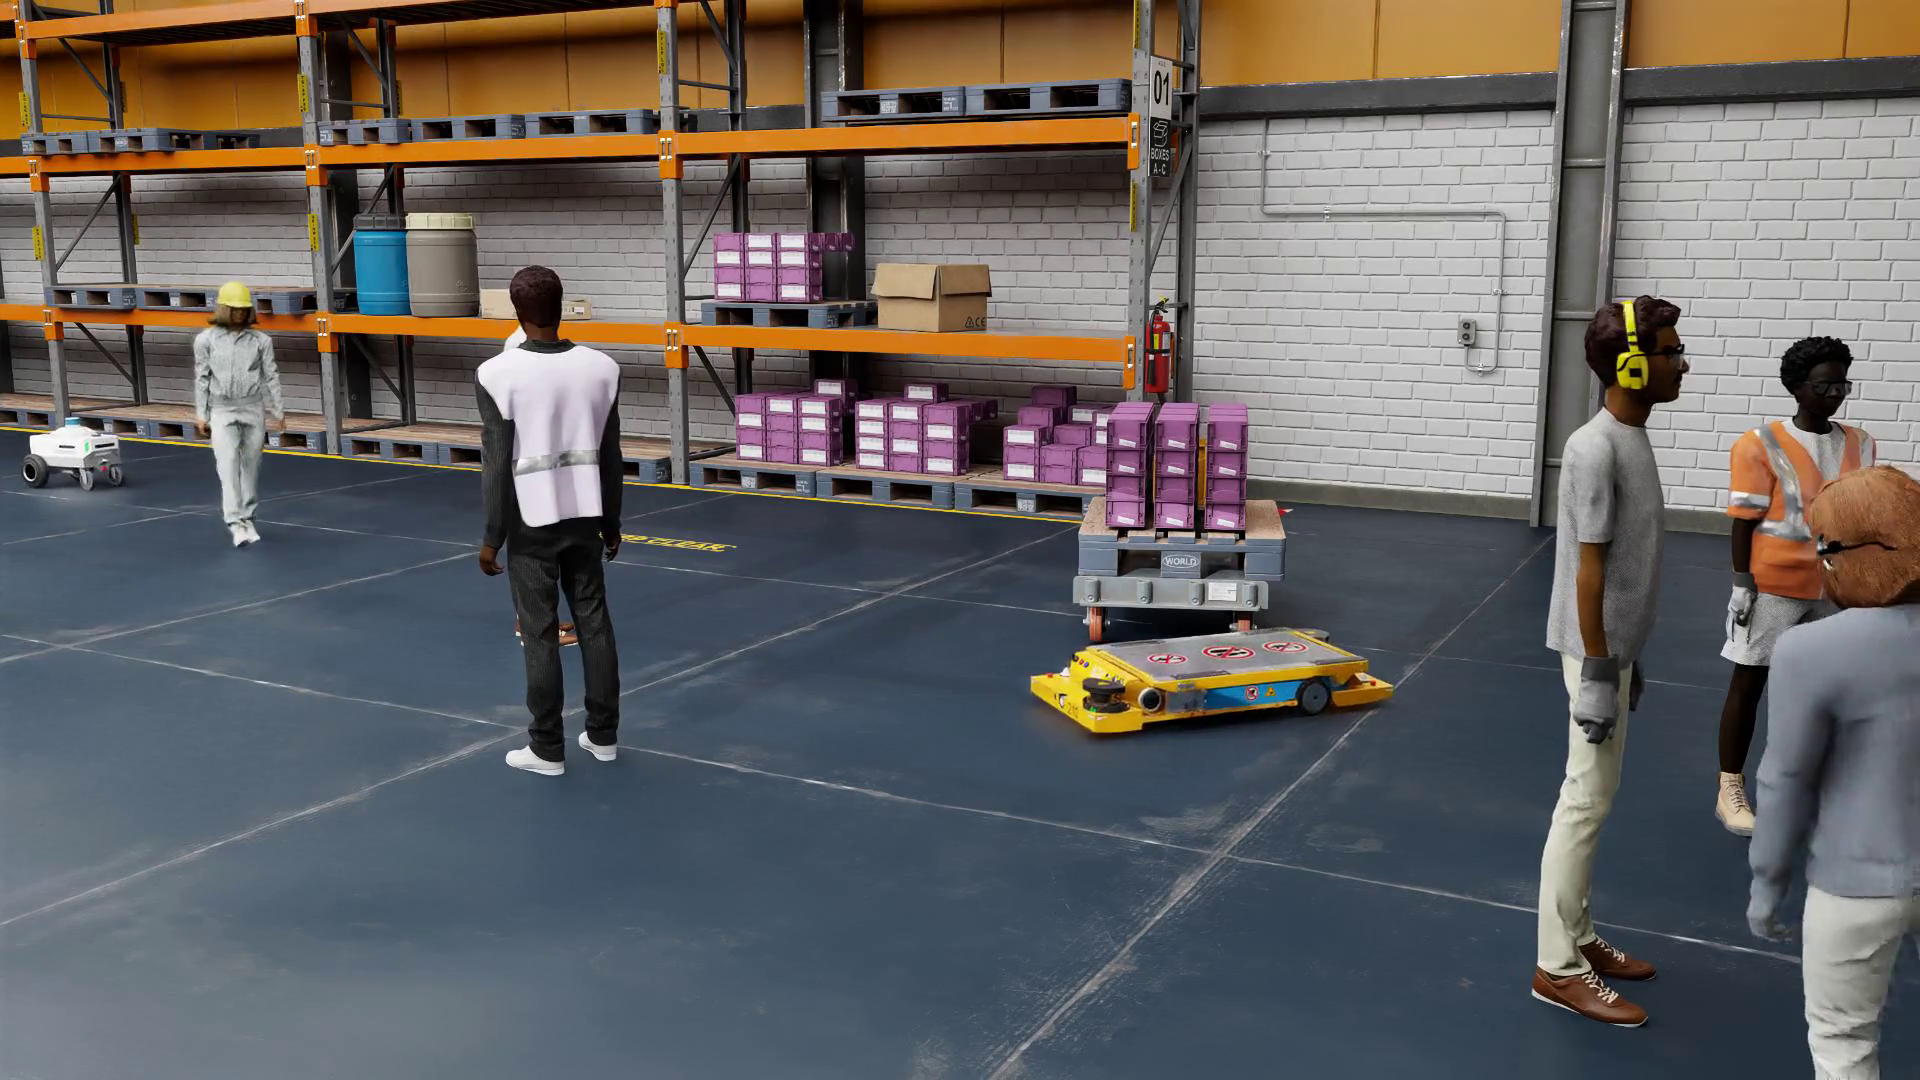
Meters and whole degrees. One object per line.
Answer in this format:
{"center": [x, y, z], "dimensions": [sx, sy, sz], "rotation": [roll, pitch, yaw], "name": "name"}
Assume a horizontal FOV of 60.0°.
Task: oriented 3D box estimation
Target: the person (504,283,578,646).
{"center": [-2.095, -0.408, 8.282], "dimensions": [0.313, 1.869, 0.538], "rotation": [-3, 11, -18], "name": "person"}

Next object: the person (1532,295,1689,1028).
{"center": [1.710, 0.306, 4.349], "dimensions": [0.324, 1.876, 0.526], "rotation": [5, 12, 27], "name": "person"}

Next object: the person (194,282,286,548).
{"center": [-4.663, -0.808, 10.856], "dimensions": [0.510, 1.714, 0.711], "rotation": [-8, 13, -38], "name": "person"}

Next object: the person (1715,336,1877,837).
{"center": [2.835, 0.160, 5.641], "dimensions": [0.532, 1.697, 0.319], "rotation": [-2, 11, -11], "name": "person"}

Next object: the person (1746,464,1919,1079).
{"center": [1.815, 0.664, 3.117], "dimensions": [0.632, 1.604, 0.402], "rotation": [1, 10, 7], "name": "person"}

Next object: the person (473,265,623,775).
{"center": [-1.528, -0.067, 6.283], "dimensions": [0.597, 1.914, 0.371], "rotation": [-10, 14, -43], "name": "person"}

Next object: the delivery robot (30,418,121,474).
{"center": [-7.167, -0.748, 13.469], "dimensions": [0.707, 0.478, 0.477], "rotation": [4, 11, 24], "name": "delivery robot"}

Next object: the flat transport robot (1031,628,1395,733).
{"center": [1.092, 0.588, 7.206], "dimensions": [1.431, 0.197, 0.652], "rotation": [-4, 11, -20], "name": "flat transport robot"}
